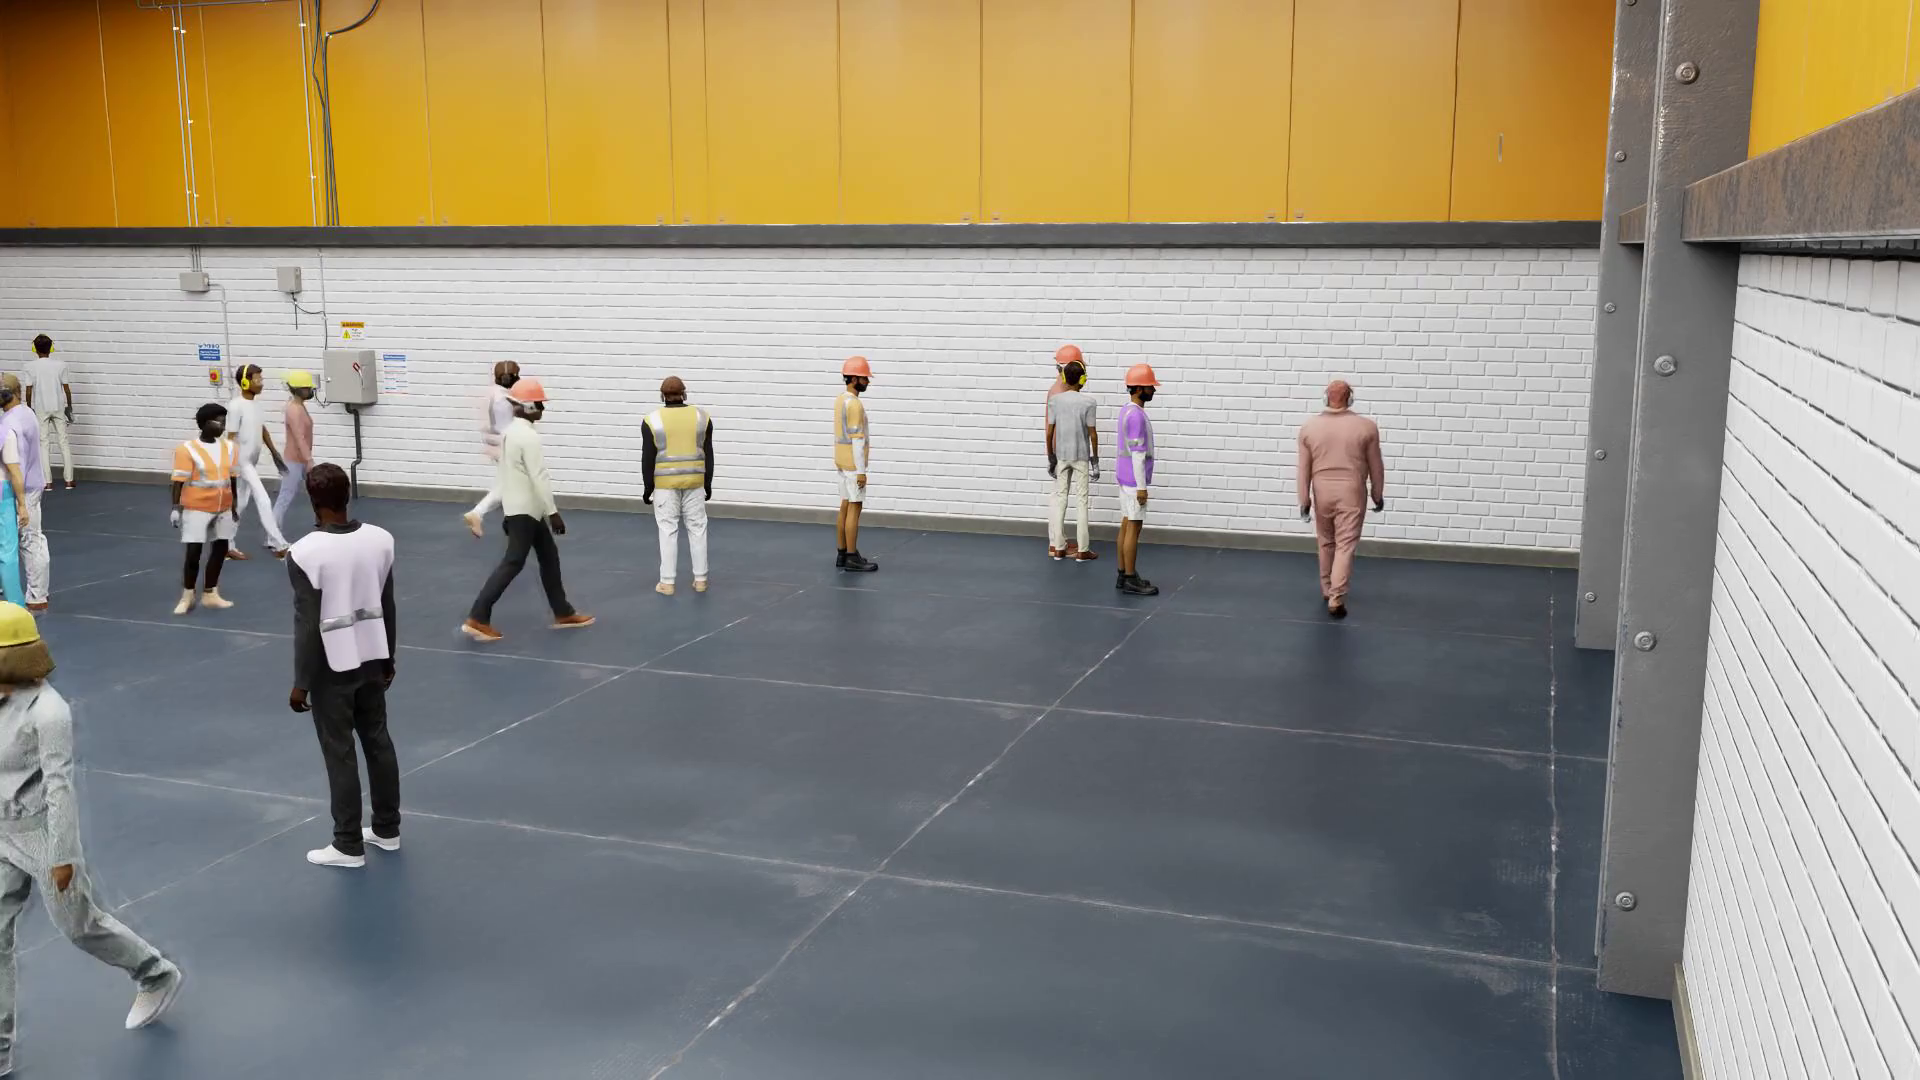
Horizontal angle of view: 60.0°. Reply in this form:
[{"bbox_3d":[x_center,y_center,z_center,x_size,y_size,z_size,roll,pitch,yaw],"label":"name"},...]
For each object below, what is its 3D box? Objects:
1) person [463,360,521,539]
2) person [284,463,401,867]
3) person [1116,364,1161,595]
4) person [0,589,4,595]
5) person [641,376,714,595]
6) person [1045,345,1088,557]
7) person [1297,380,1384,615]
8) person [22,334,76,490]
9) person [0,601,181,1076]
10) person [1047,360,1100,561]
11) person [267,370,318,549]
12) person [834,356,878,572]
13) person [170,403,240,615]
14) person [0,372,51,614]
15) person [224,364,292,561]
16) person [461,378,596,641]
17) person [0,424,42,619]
[{"bbox_3d":[-4.470,-0.849,16.226,0.682,1.821,0.635,-5,11,-25],"label":"person"},{"bbox_3d":[-2.895,0.589,7.859,0.375,1.913,0.599,5,11,26],"label":"person"},{"bbox_3d":[1.494,-0.511,13.981,0.361,1.939,0.543,-1,10,-5],"label":"person"},{"bbox_3d":[-8.278,-0.246,13.515,0.924,1.566,0.521,0,10,-1],"label":"person"},{"bbox_3d":[-2.374,-0.458,13.983,0.619,1.838,0.430,-4,11,-24],"label":"person"},{"bbox_3d":[1.000,-0.843,15.702,0.394,1.990,0.625,1,10,6],"label":"person"},{"bbox_3d":[3.052,-0.353,13.338,0.646,1.861,0.962,5,11,28],"label":"person"},{"bbox_3d":[-10.891,-1.527,19.898,0.511,1.872,0.328,-7,12,-36],"label":"person"},{"bbox_3d":[-3.249,1.034,5.927,0.495,1.713,0.837,5,11,28],"label":"person"},{"bbox_3d":[1.056,-0.734,15.436,0.532,1.870,0.316,5,11,26],"label":"person"},{"bbox_3d":[-6.287,-0.769,16.060,0.927,1.718,0.550,-2,10,-12],"label":"person"},{"bbox_3d":[-0.939,-0.684,14.964,0.364,1.934,0.553,-4,11,-20],"label":"person"},{"bbox_3d":[-6.035,-0.253,13.261,0.390,1.678,0.613,6,12,29],"label":"person"},{"bbox_3d":[-7.454,-0.366,13.179,0.373,1.936,0.629,-4,11,-22],"label":"person"},{"bbox_3d":[-6.495,-0.705,15.395,0.936,1.829,0.511,-1,10,-4],"label":"person"},{"bbox_3d":[-3.280,-0.230,12.400,1.023,1.951,0.624,-5,11,-25],"label":"person"},{"bbox_3d":[-7.502,-0.258,12.844,0.563,1.837,0.394,1,10,3],"label":"person"}]
